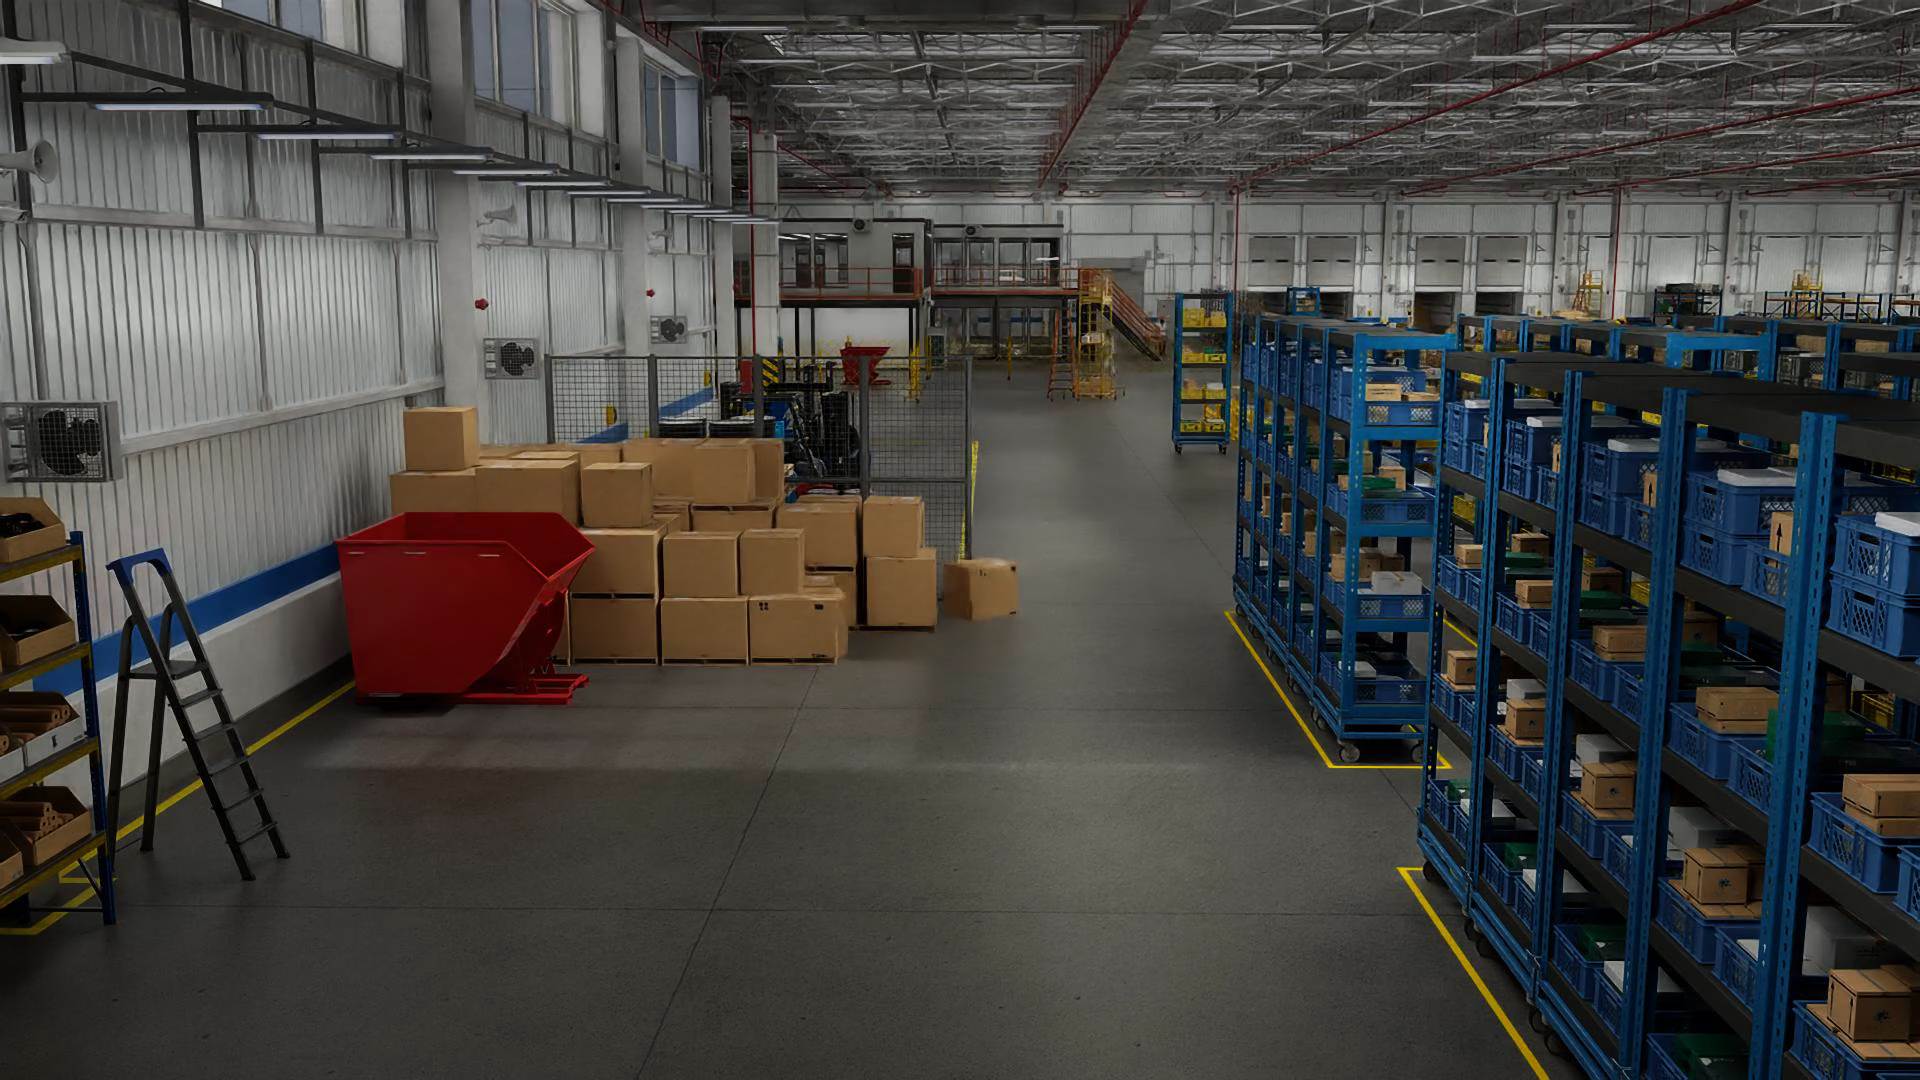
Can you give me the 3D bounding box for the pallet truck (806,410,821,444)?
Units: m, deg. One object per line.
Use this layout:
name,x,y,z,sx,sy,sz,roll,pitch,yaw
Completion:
pallet truck,-3.559,-2.018,33.905,1.522,1.261,0.704,0,9,-1

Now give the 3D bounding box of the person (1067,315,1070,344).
person,5.798,-11.746,92.308,0.628,1.816,0.781,-7,12,-39

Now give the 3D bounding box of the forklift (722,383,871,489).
forklift,-2.893,-1.687,28.729,2.680,1.987,1.157,0,9,-1

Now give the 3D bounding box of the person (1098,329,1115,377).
person,5.671,-7.255,64.478,0.852,1.850,0.606,-1,9,-5

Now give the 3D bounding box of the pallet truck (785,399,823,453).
pallet truck,-3.814,-2.432,36.419,1.630,1.274,0.653,0,9,1

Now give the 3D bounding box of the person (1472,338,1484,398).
person,17.055,-5.543,53.503,0.597,2.000,1.044,-8,12,-40

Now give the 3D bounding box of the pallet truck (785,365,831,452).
pallet truck,-3.774,-2.976,37.635,1.885,1.965,0.823,1,9,5

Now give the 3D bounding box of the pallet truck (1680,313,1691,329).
pallet truck,36.315,-10.531,84.244,0.823,1.965,1.885,-6,11,-33

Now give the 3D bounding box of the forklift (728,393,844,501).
forklift,-2.979,-1.316,26.476,2.680,1.987,1.157,0,9,1

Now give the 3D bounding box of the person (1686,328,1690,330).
person,26.678,-6.785,61.168,0.395,1.988,0.624,-4,10,-25

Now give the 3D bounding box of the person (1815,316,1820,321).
person,41.226,-9.789,79.940,0.390,1.912,0.588,-1,9,-4

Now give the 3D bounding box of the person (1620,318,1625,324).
person,30.844,-9.418,77.621,0.586,1.919,0.398,8,12,41

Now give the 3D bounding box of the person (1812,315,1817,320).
person,42.086,-10.117,82.005,0.990,1.890,0.636,-3,10,-20

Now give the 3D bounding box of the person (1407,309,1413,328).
person,25.598,-12.182,94.683,0.398,1.918,0.590,6,11,34

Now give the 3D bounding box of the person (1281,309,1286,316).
person,18.177,-11.960,93.270,0.442,1.932,0.623,9,13,44

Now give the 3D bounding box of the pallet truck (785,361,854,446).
pallet truck,-3.410,-3.193,38.978,1.885,1.965,0.823,0,9,-1

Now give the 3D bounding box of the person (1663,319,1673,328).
person,32.778,-9.310,77.088,0.531,1.876,0.322,1,9,4

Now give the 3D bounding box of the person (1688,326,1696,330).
person,34.835,-9.692,79.339,0.884,1.915,0.631,7,11,36

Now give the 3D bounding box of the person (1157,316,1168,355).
person,9.803,-9.886,80.557,0.563,1.894,0.954,0,9,-1

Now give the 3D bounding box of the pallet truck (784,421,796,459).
pallet truck,-4.013,-1.793,32.705,1.601,1.201,0.680,0,9,1
